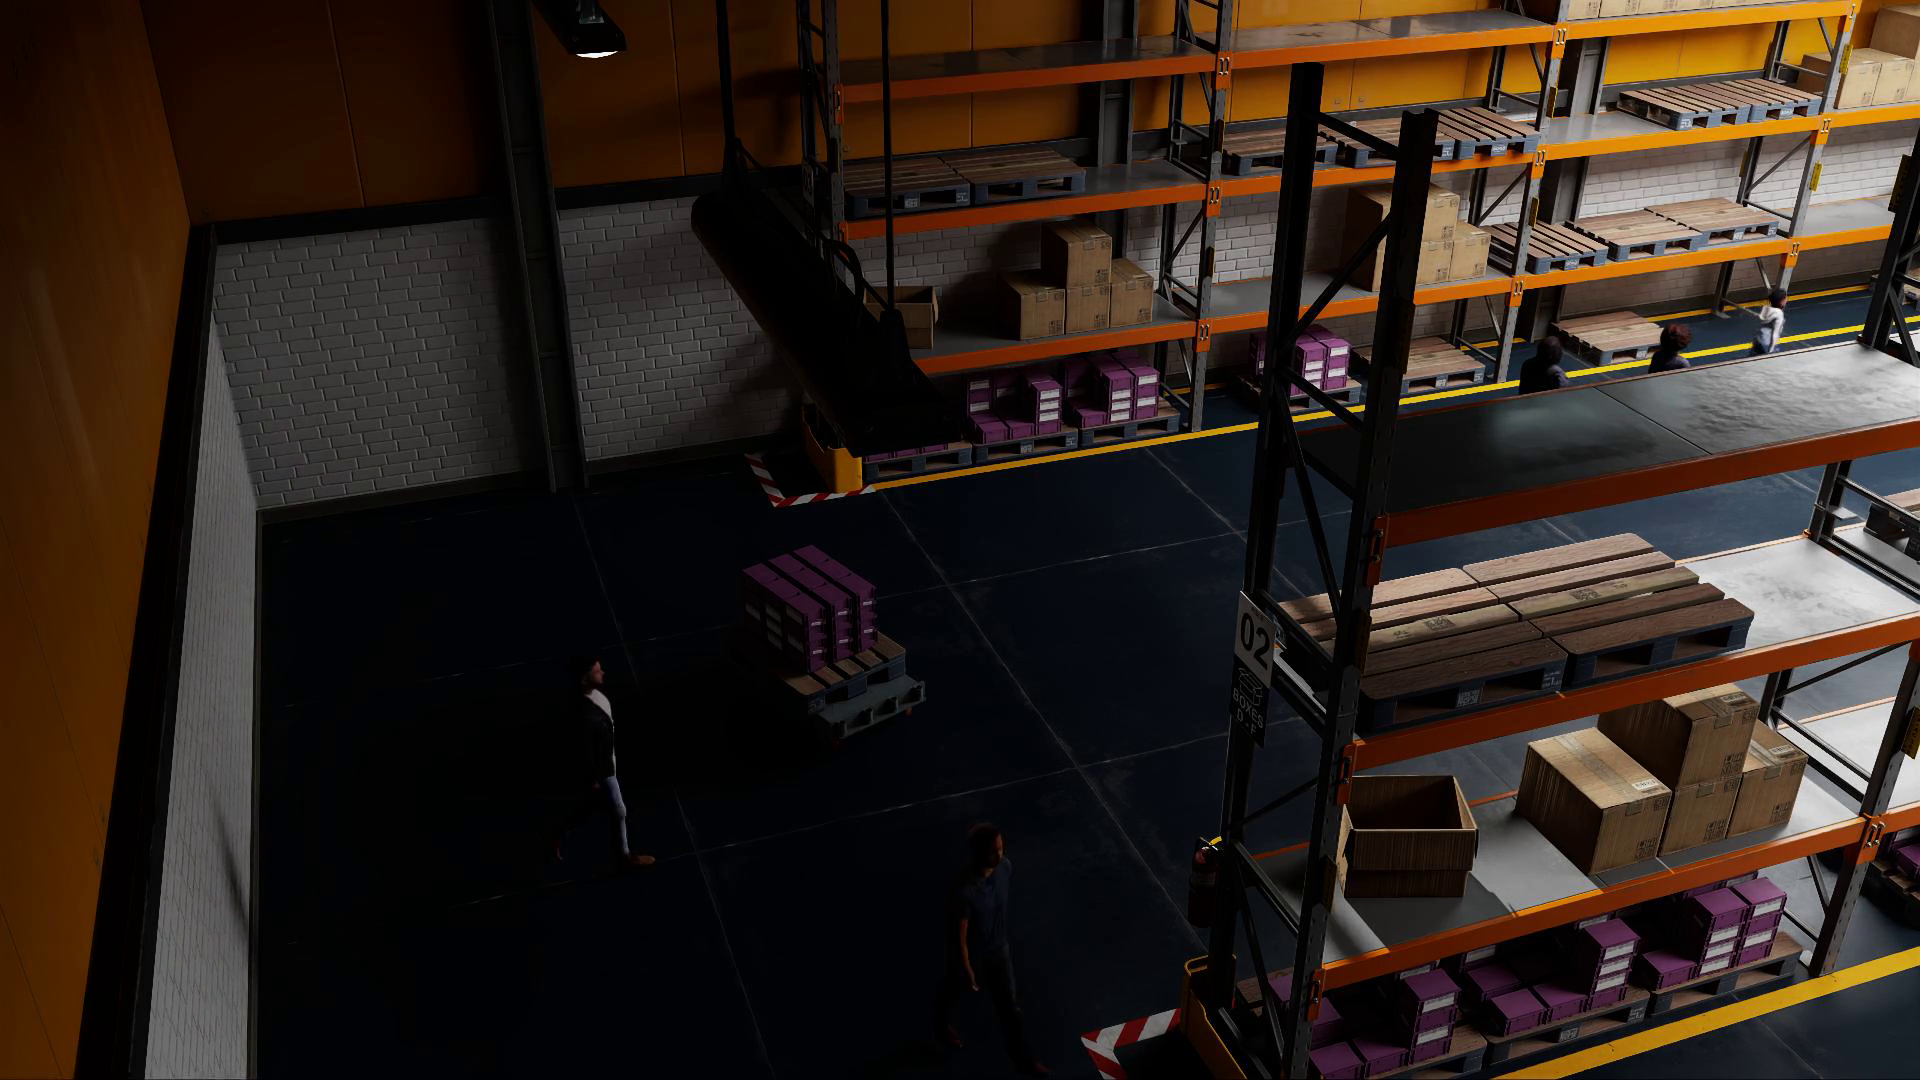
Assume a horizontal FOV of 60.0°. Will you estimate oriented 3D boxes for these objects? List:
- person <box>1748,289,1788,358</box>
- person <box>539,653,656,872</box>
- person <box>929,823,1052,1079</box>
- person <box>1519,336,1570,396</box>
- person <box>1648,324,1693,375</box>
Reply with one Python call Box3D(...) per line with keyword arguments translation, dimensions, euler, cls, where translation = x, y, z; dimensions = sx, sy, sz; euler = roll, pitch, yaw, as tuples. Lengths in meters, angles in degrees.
Box3D(translation=(9.150, -2.265, 18.995), dimensions=(0.859, 1.248, 0.492), euler=(-9, 30, -15), cls="person")
Box3D(translation=(-2.566, 1.550, 11.406), dimensions=(1.010, 1.818, 0.700), euler=(-7, 29, -13), cls="person")
Box3D(translation=(0.024, 2.395, 9.912), dimensions=(1.168, 1.765, 1.011), euler=(-23, 36, -35), cls="person")
Box3D(translation=(5.894, -1.312, 16.887), dimensions=(0.720, 1.593, 0.721), euler=(-17, 33, -28), cls="person")
Box3D(translation=(7.121, -1.370, 16.871), dimensions=(0.592, 1.710, 0.637), euler=(-19, 34, -31), cls="person")
